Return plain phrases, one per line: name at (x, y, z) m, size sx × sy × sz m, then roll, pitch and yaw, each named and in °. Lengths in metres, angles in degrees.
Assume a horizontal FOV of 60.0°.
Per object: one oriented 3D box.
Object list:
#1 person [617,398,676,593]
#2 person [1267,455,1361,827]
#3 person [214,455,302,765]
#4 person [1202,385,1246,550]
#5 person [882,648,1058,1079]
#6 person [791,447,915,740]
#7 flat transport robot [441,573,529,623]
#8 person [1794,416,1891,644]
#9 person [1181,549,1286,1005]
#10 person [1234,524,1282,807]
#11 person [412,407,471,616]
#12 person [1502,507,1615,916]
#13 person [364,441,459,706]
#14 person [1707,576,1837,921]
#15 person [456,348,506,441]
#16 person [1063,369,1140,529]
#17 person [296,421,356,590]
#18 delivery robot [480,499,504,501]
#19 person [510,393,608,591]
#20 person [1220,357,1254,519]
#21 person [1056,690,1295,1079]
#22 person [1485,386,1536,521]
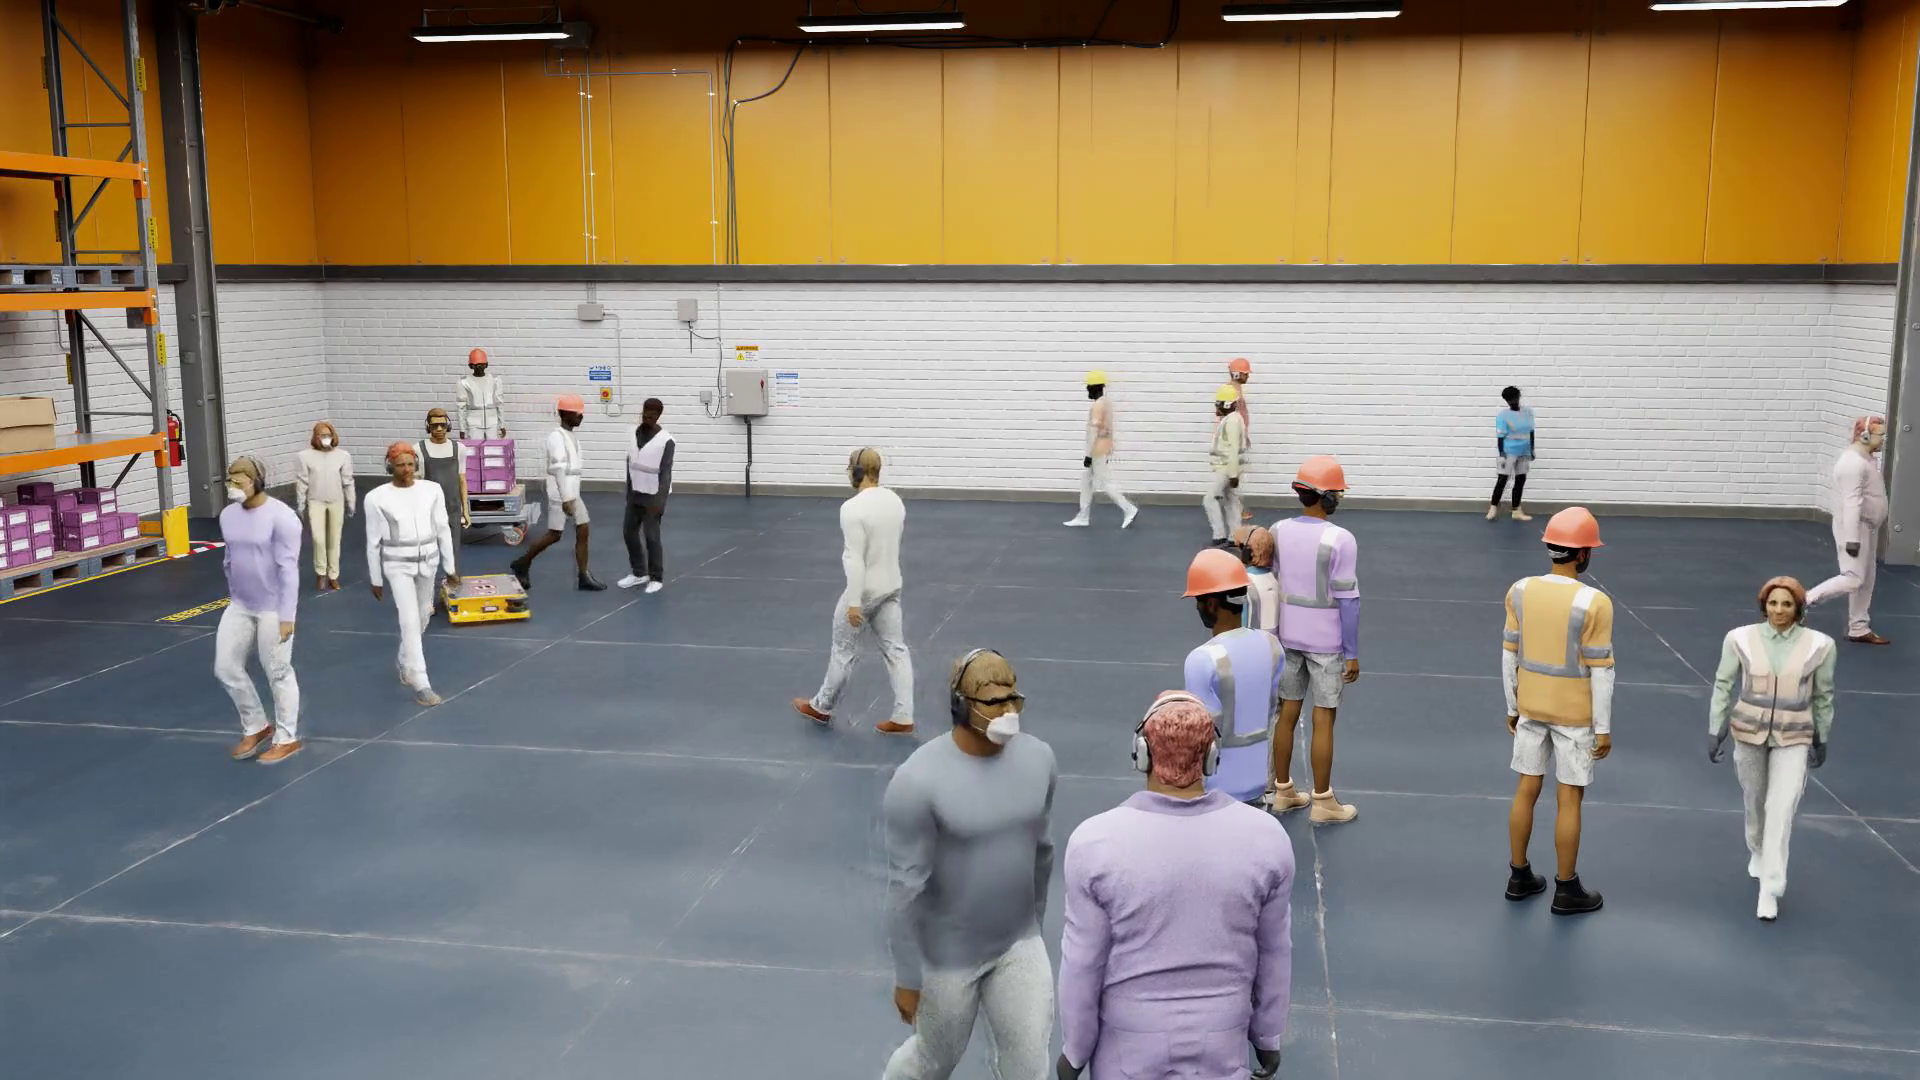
person at (-2.943, -0.423, 15.773) m, size 0.698 × 1.864 × 0.381 m, roll 6°, pitch 11°, yaw 34°
person at (1.952, 0.548, 9.160) m, size 0.375 × 2.044 × 0.607 m, roll -8°, pitch 12°, yaw -39°
person at (-4.306, 0.442, 10.197) m, size 0.637 × 1.925 × 0.484 m, roll 3°, pitch 10°, yaw 20°
person at (2.852, -0.783, 18.139) m, size 0.556 × 1.814 × 0.598 m, roll 3°, pitch 10°, yaw 16°
person at (0.016, 1.253, 5.238) m, size 0.635 × 1.910 × 0.954 m, roll -6°, pitch 11°, yaw -33°
person at (-0.672, 0.335, 10.919) m, size 0.974 × 1.892 × 0.662 m, roll 6°, pitch 11°, yaw 34°
flat transport robot at (-4.279, 0.502, 14.931) m, size 0.652 × 0.197 × 1.431 m, roll -3°, pitch 10°, yaw -20°
person at (7.233, -0.080, 13.579) m, size 0.694 × 1.885 × 0.646 m, roll 6°, pitch 11°, yaw 34°
person at (1.056, 0.992, 6.762) m, size 0.542 × 1.929 × 0.373 m, roll -9°, pitch 13°, yaw -43°
person at (1.641, 0.729, 9.291) m, size 0.311 × 1.639 × 0.514 m, roll 8°, pitch 12°, yaw 42°
person at (-4.601, -0.255, 14.756) m, size 0.506 × 1.846 × 0.349 m, roll -6°, pitch 11°, yaw -32°
person at (2.851, 0.803, 7.902) m, size 0.358 × 1.936 × 0.552 m, roll -7°, pitch 12°, yaw -38°
person at (-3.950, 0.203, 11.898) m, size 0.573 × 1.854 × 0.941 m, roll -8°, pitch 12°, yaw -42°
person at (3.925, 0.954, 8.063) m, size 0.526 × 1.594 × 0.886 m, roll 5°, pitch 11°, yaw 30°
person at (-6.364, -1.536, 22.144) m, size 0.616 × 2.031 × 0.409 m, roll -5°, pitch 11°, yaw -30°
person at (1.686, -1.069, 19.665) m, size 0.844 × 1.897 × 0.587 m, roll 1°, pitch 9°, yaw 6°
person at (-6.023, -0.321, 15.835) m, size 0.530 × 1.616 × 0.386 m, roll -6°, pitch 11°, yaw -32°
delivery robot at (-5.608, -0.500, 19.979) m, size 0.707 × 0.478 × 0.477 m, roll -5°, pitch 10°, yaw -30°
person at (-3.832, -0.450, 15.815) m, size 0.881 × 1.904 × 0.562 m, roll 2°, pitch 9°, yaw 11°
person at (3.431, -1.259, 20.565) m, size 0.440 × 1.988 × 0.637 m, roll 2°, pitch 9°, yaw 10°
person at (0.579, 1.352, 4.594) m, size 0.655 × 1.906 × 0.407 m, roll -1°, pitch 9°, yaw -9°
person at (6.711, -1.041, 20.206) m, size 0.623 × 1.664 × 0.347 m, roll -4°, pitch 10°, yaw -22°
